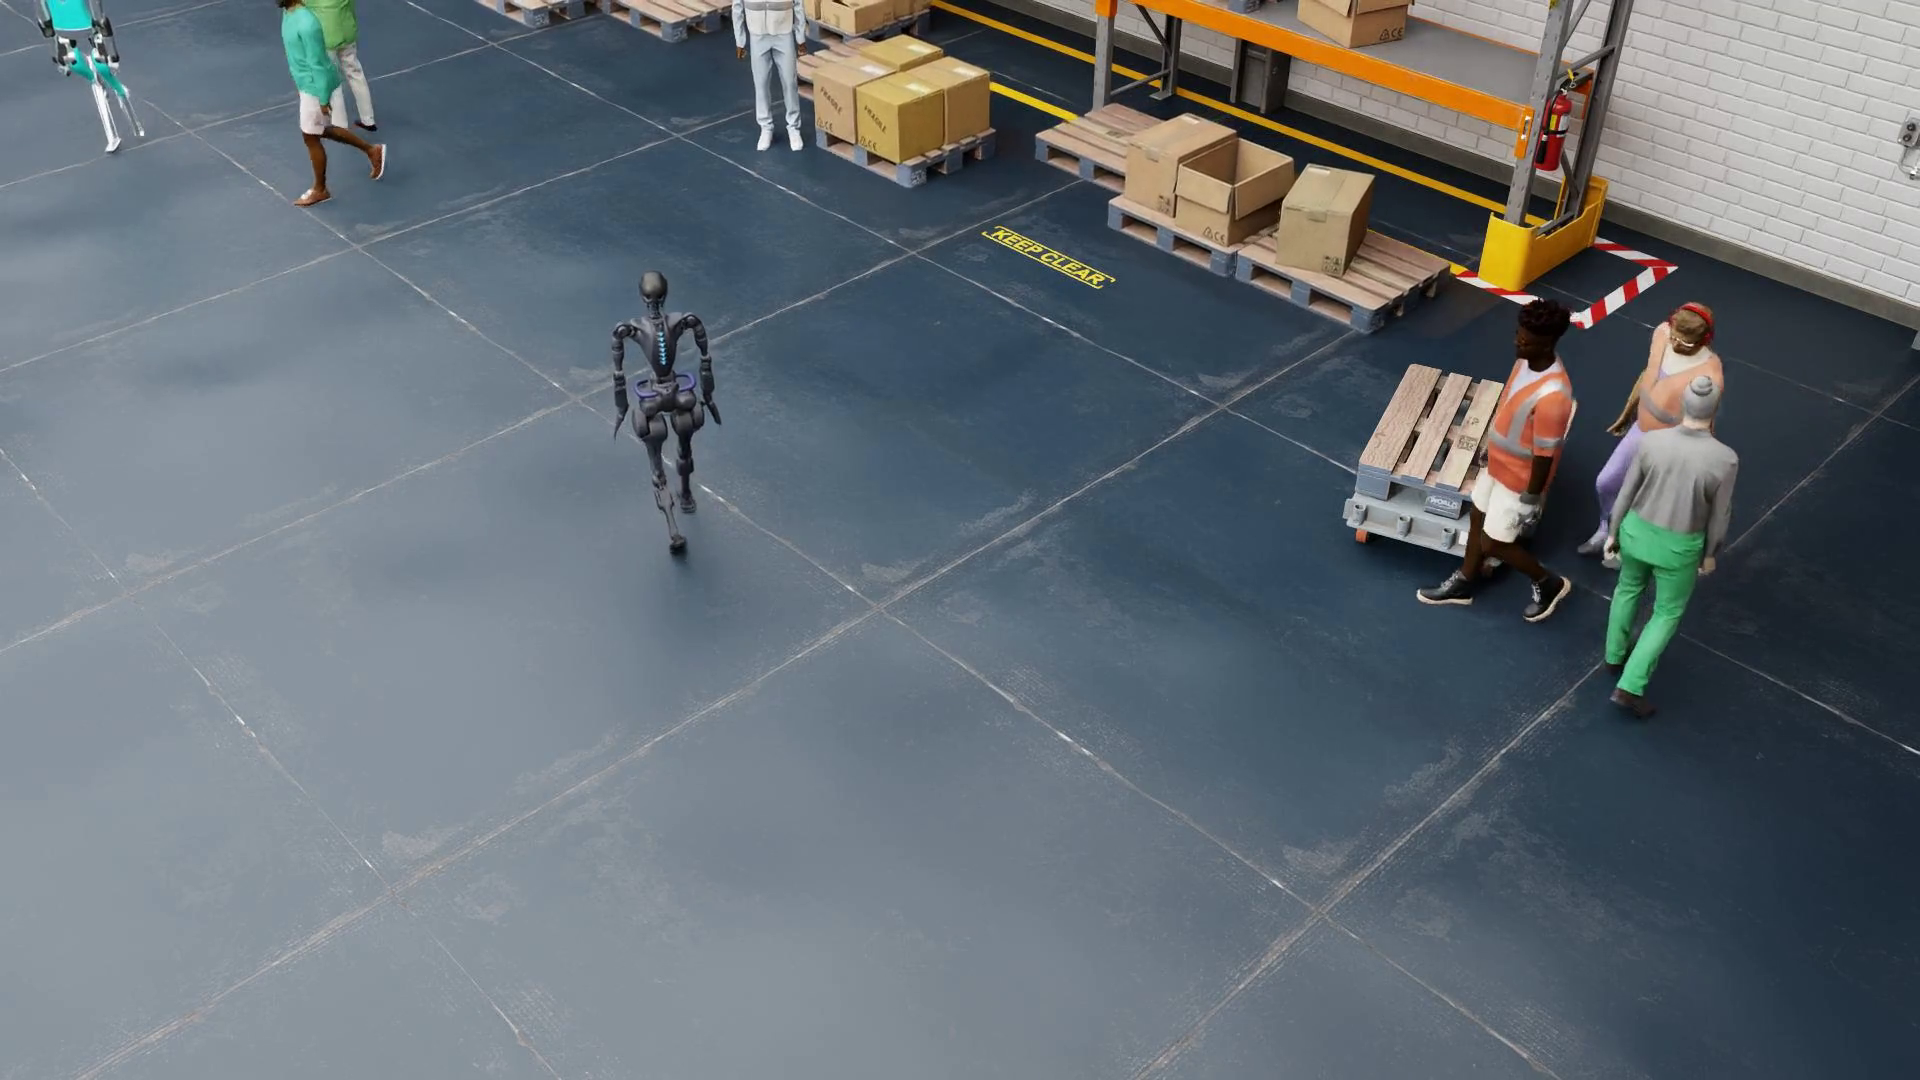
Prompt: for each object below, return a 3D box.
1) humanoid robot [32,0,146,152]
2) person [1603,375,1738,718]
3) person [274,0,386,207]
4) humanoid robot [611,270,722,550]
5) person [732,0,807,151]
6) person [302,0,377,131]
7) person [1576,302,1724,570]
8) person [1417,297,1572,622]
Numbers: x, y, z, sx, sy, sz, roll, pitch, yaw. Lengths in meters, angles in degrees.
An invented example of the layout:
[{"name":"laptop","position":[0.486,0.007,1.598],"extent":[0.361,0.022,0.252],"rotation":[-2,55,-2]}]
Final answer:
[{"name":"humanoid robot","position":[-7.116,-3.992,13.688],"extent":[0.546,1.894,0.778],"rotation":[-5,37,-6]},{"name":"person","position":[3.447,0.024,8.221],"extent":[0.535,1.817,0.624],"rotation":[25,44,29]},{"name":"person","position":[-4.982,-3.526,12.910],"extent":[0.767,1.825,0.509],"rotation":[-21,42,-25]},{"name":"humanoid robot","position":[-1.645,-0.736,9.376],"extent":[0.615,1.650,0.685],"rotation":[-13,39,-16]},{"name":"person","position":[-1.561,-4.149,13.672],"extent":[0.597,1.907,0.413],"rotation":[-3,37,-4]},{"name":"person","position":[-5.252,-4.227,13.886],"extent":[0.389,1.778,0.535],"rotation":[23,43,27]},{"name":"person","position":[3.760,-0.519,8.947],"extent":[0.521,1.802,0.606],"rotation":[-10,38,-13]},{"name":"person","position":[2.910,-0.386,8.654],"extent":[0.683,1.947,0.626],"rotation":[3,37,3]}]
